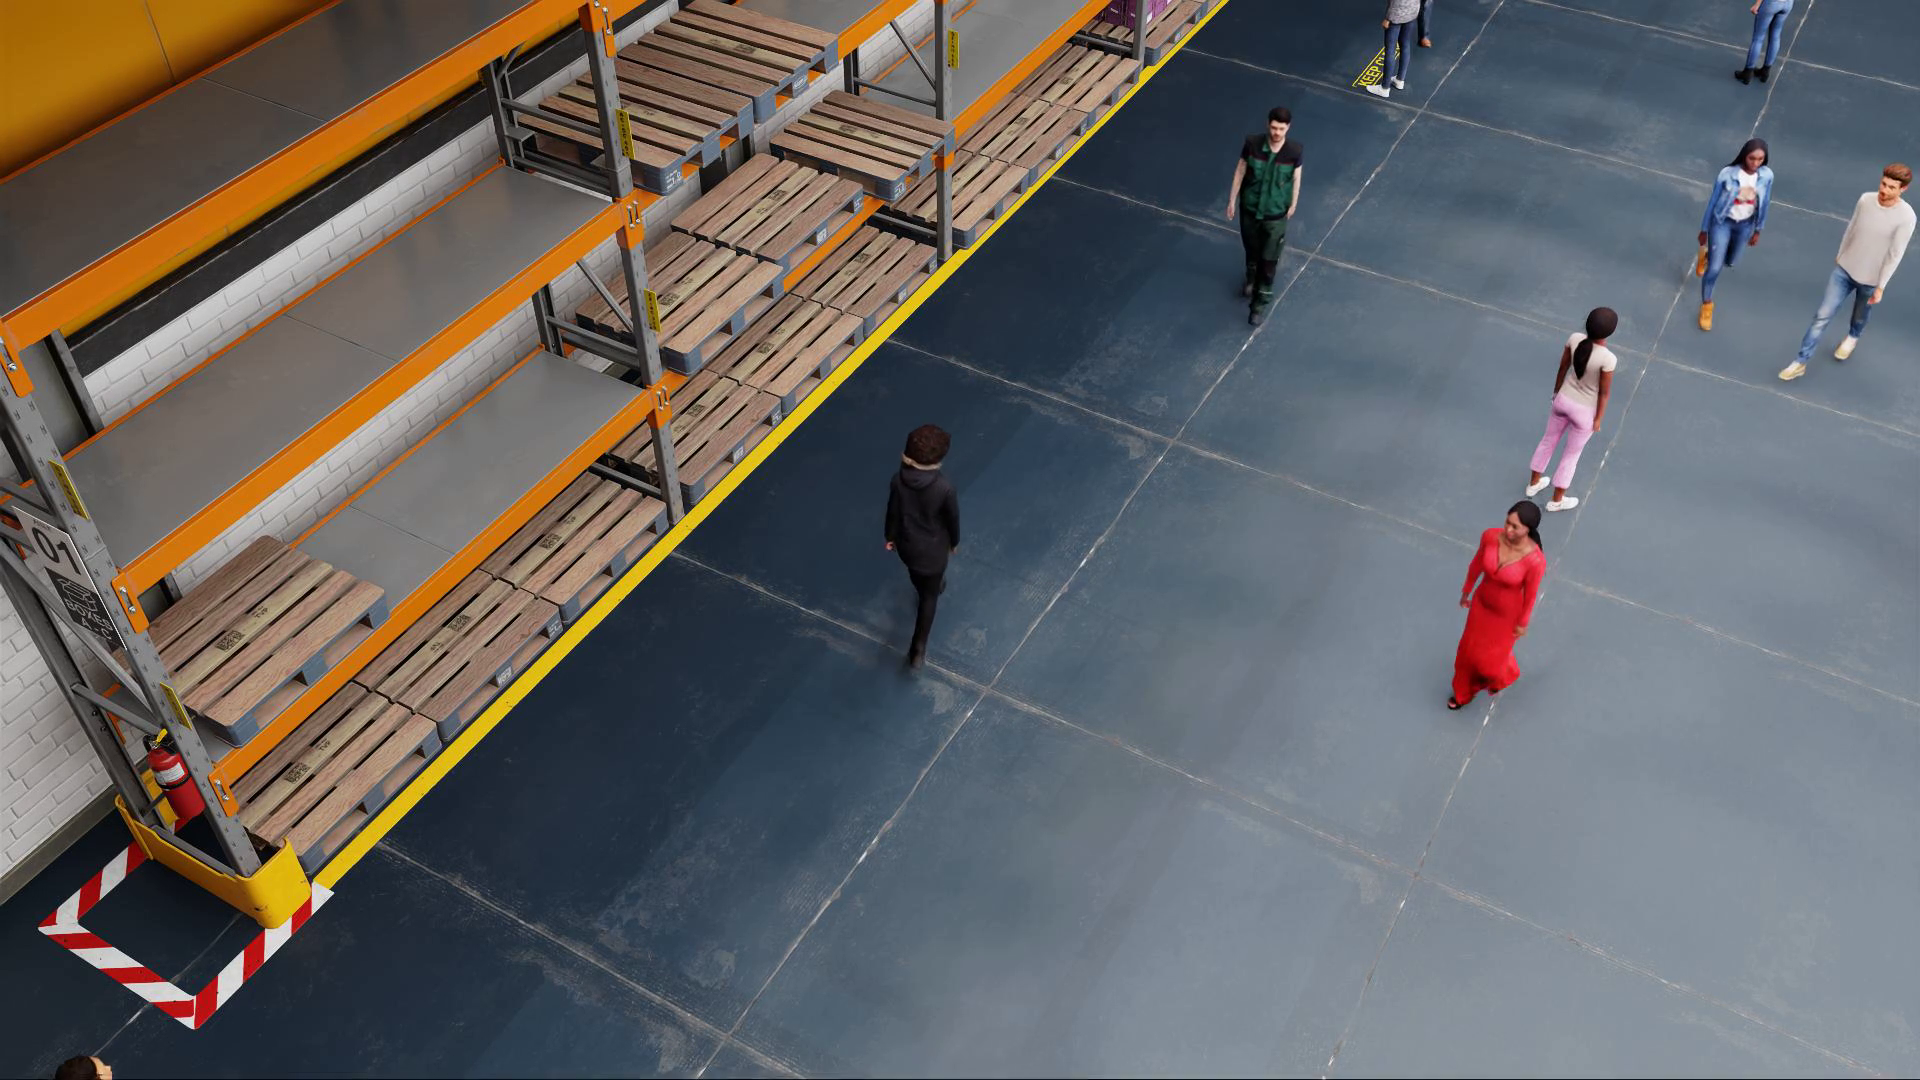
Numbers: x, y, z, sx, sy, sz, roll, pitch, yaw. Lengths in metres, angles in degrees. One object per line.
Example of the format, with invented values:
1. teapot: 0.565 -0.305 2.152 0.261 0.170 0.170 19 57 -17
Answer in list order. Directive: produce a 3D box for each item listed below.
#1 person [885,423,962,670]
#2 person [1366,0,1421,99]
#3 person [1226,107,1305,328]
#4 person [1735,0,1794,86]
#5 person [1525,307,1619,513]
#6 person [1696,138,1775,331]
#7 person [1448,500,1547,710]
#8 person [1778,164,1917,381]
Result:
1. person: -0.267 0.080 10.963 0.802 1.739 1.193 11 45 11
2. person: 4.414 -5.282 16.597 0.571 1.733 0.729 -31 52 -28
3. person: 2.551 -2.809 13.908 0.845 1.860 1.168 14 45 14
4. person: 8.254 -5.409 16.805 0.663 1.630 0.731 -12 45 -12
5. person: 4.459 -0.962 12.056 0.658 1.741 0.659 -24 49 -23
6. person: 6.381 -2.620 13.832 0.914 1.691 1.133 2 44 2
7. person: 3.473 0.419 10.583 0.819 1.774 0.746 -31 51 -28
8. person: 7.209 -2.141 13.208 1.277 1.860 0.932 -30 51 -28
